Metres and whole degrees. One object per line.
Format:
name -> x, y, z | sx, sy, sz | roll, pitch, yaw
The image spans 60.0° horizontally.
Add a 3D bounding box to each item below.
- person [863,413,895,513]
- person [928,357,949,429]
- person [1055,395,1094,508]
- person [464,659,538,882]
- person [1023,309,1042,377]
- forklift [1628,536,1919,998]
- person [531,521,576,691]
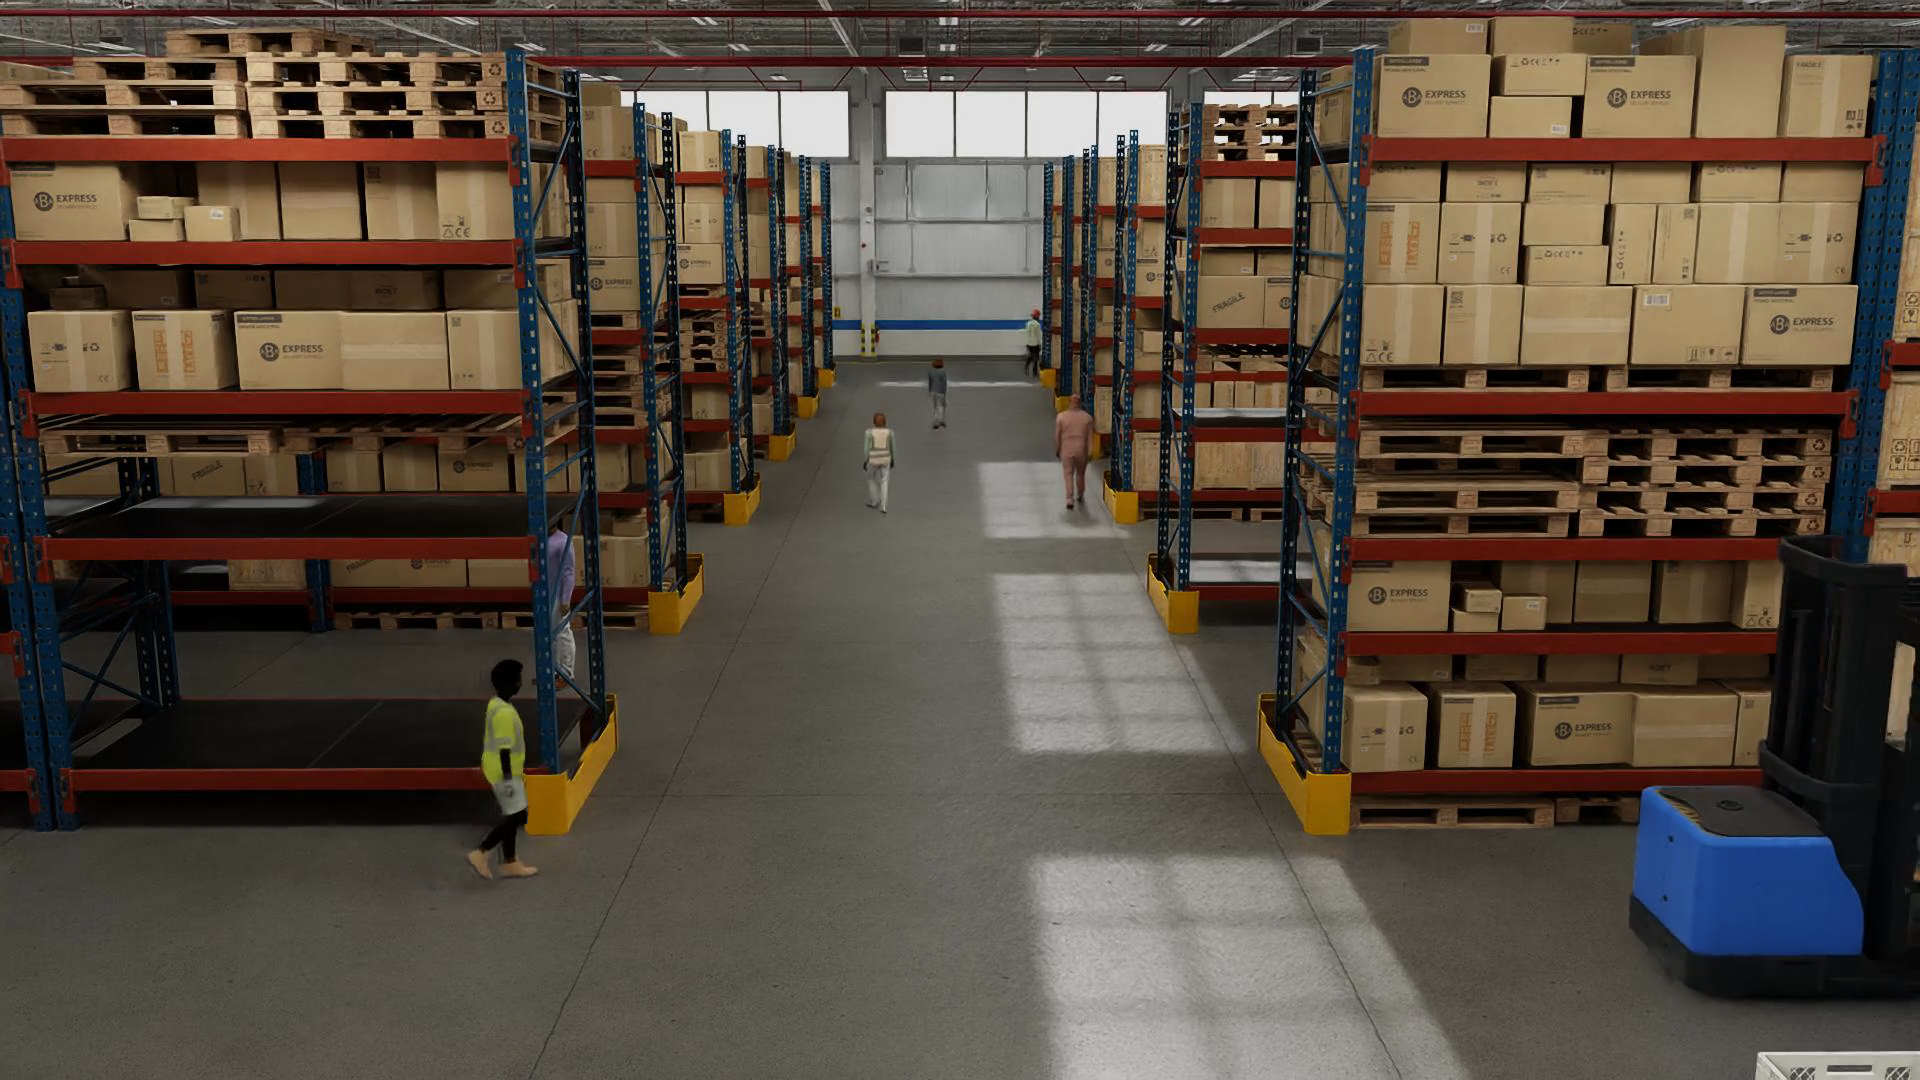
person -> -1.333, -1.281, 27.203 | 0.548, 1.599, 0.802 | -3, 12, -14
person -> -0.470, -3.286, 37.127 | 0.510, 1.614, 0.558 | 5, 13, 25
person -> 1.900, -1.481, 27.637 | 0.637, 1.844, 1.046 | 0, 11, 0
person -> -3.386, 1.706, 12.215 | 0.438, 1.676, 0.553 | -4, 12, -18
person -> 2.148, -5.701, 48.198 | 0.483, 1.975, 0.649 | -9, 14, -37
forklift -> 5.507, 1.415, 10.686 | 1.873, 2.768, 1.129 | 0, 11, -1
person -> -4.201, 0.584, 17.150 | 0.628, 1.940, 0.373 | 11, 16, 43
